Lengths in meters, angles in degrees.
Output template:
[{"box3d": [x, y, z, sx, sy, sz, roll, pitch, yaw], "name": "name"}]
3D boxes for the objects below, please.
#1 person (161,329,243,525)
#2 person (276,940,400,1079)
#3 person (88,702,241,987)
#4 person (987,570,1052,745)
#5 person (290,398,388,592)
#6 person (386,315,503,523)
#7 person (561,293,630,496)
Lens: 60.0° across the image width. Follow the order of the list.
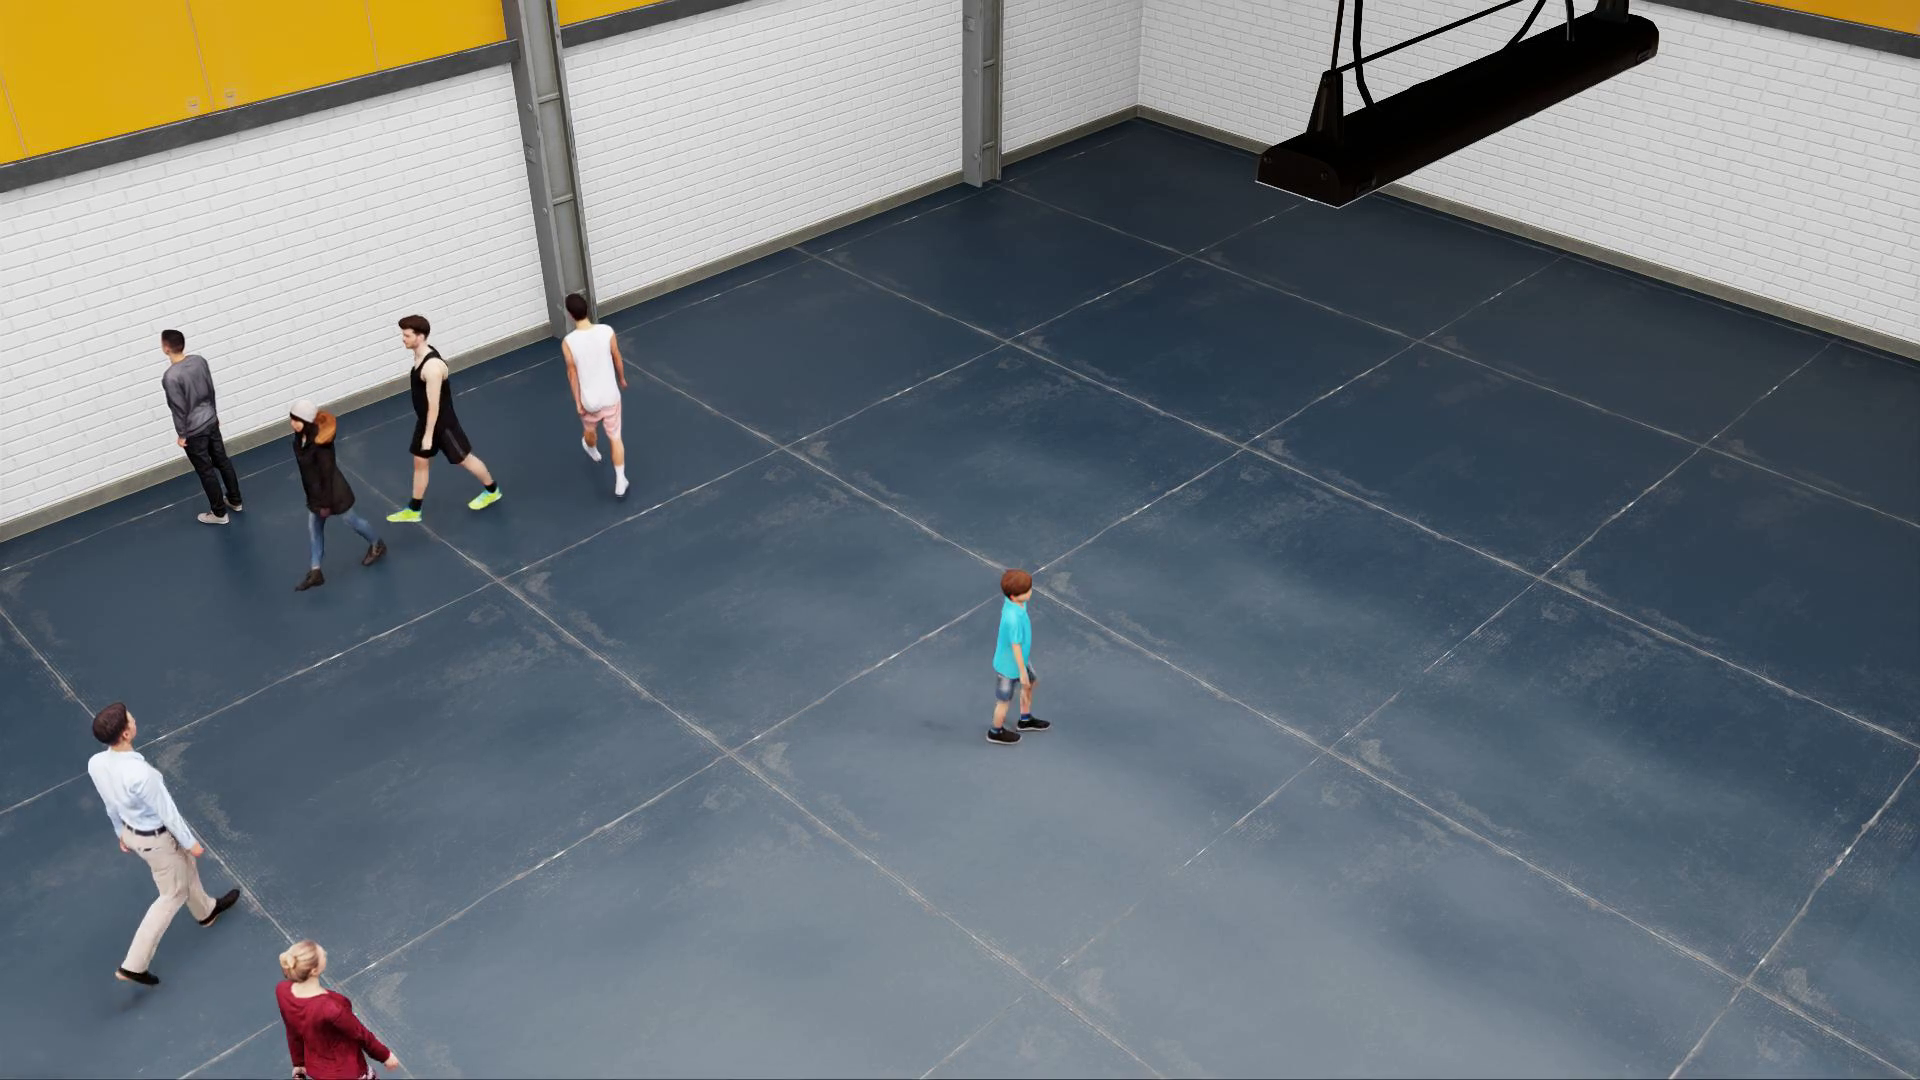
[{"box3d": [-6.319, -0.952, 13.805, 0.758, 1.760, 0.629, 11, 35, 16], "name": "person"}, {"box3d": [-3.197, 2.709, 8.382, 0.772, 1.668, 1.078, 19, 38, 26], "name": "person"}, {"box3d": [-4.731, 1.777, 9.646, 0.851, 1.821, 1.231, 17, 37, 24], "name": "person"}, {"box3d": [0.296, 0.804, 11.457, 0.783, 1.435, 0.731, 3, 34, 4], "name": "person"}, {"box3d": [-4.920, -0.402, 13.126, 0.706, 1.596, 1.082, 23, 40, 31], "name": "person"}, {"box3d": [-4.239, -0.988, 13.790, 1.237, 1.837, 0.788, -22, 40, -30], "name": "person"}, {"box3d": [-3.075, -1.185, 14.190, 1.188, 1.723, 1.042, -12, 35, -17], "name": "person"}]
